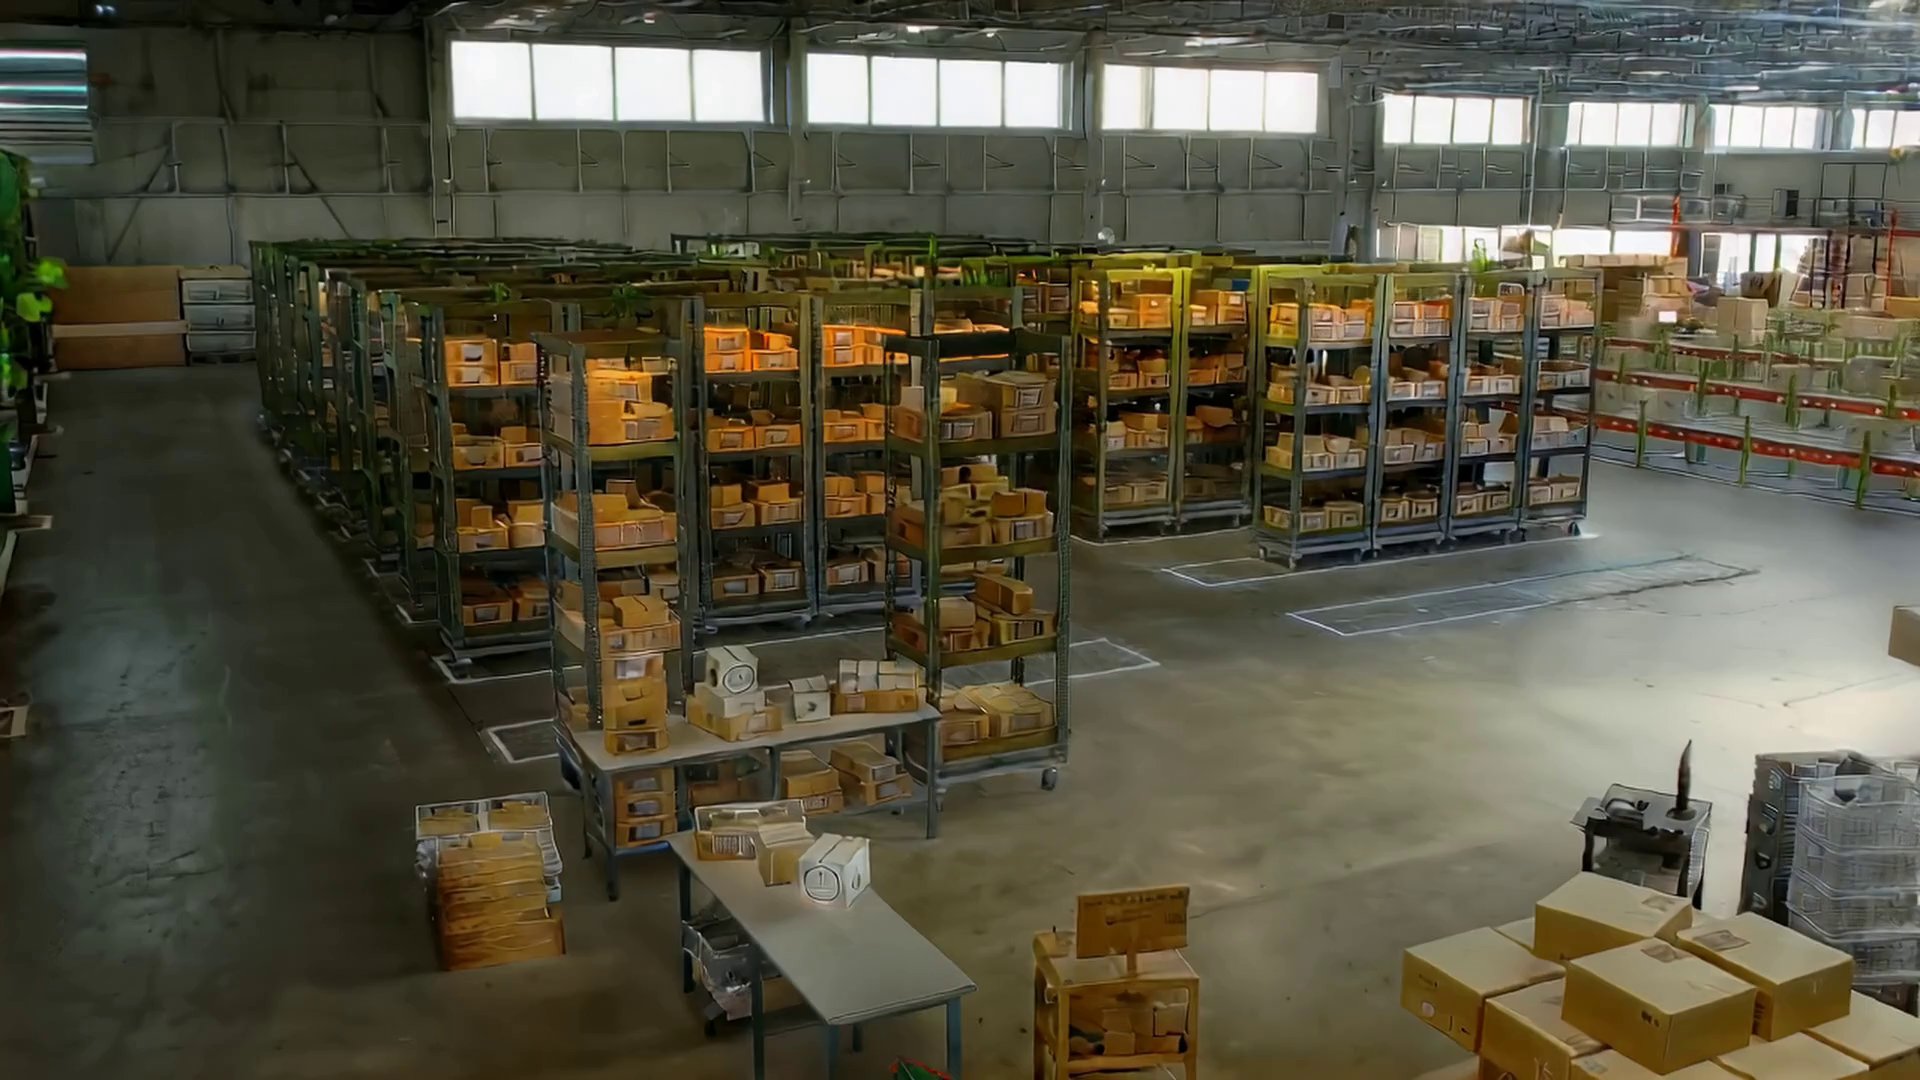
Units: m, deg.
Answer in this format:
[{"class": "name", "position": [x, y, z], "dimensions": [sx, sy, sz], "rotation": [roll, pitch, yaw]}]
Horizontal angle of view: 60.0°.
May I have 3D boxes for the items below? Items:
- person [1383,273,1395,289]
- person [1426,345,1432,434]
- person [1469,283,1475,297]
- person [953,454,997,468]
[{"class": "person", "position": [13.678, -7.654, 53.607], "dimensions": [0.408, 1.905, 0.654], "rotation": [-9, 15, -35]}, {"class": "person", "position": [8.195, -2.450, 29.187], "dimensions": [0.401, 1.939, 0.602], "rotation": [0, 12, 1]}, {"class": "person", "position": [15.884, -7.215, 51.361], "dimensions": [0.611, 1.987, 0.655], "rotation": [-1, 12, -6]}, {"class": "person", "position": [0.231, -0.913, 22.373], "dimensions": [0.581, 1.788, 0.944], "rotation": [-8, 14, -33]}]
